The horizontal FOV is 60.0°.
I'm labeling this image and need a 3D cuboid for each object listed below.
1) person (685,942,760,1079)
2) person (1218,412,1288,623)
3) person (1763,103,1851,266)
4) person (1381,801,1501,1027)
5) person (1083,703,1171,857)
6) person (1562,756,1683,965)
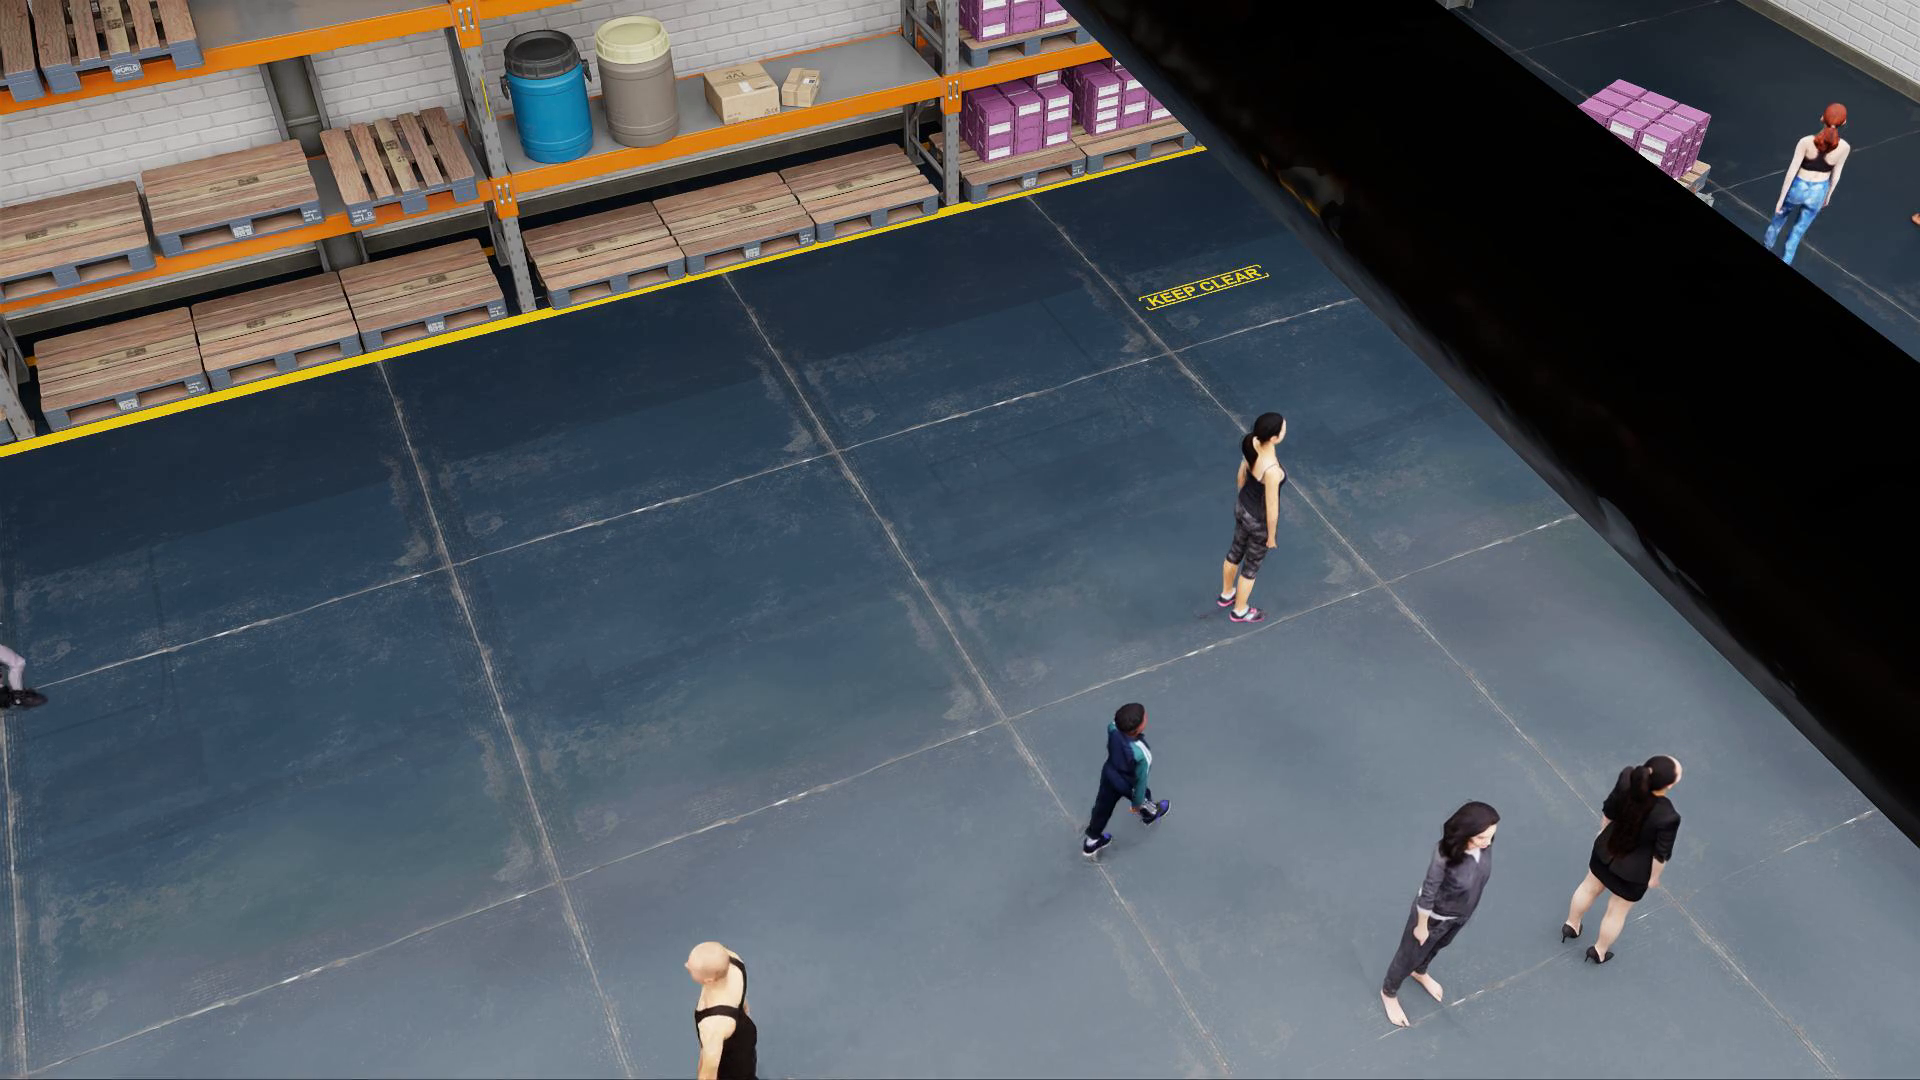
[{"bbox_3d":[-1.041,2.543,8.234,1.075,1.794,0.921,0,44,0],"label":"person"},{"bbox_3d":[1.957,-0.157,11.117,0.543,1.727,0.583,-15,46,-15],"label":"person"},{"bbox_3d":[6.994,-2.753,13.820,0.935,1.759,1.032,18,47,18],"label":"person"},{"bbox_3d":[2.578,1.951,8.878,0.504,1.763,0.694,-26,49,-24],"label":"person"},{"bbox_3d":[0.923,1.426,9.821,0.922,1.223,0.645,-28,50,-27],"label":"person"},{"bbox_3d":[3.649,1.750,9.137,0.544,1.697,0.600,-21,47,-20],"label":"person"}]
